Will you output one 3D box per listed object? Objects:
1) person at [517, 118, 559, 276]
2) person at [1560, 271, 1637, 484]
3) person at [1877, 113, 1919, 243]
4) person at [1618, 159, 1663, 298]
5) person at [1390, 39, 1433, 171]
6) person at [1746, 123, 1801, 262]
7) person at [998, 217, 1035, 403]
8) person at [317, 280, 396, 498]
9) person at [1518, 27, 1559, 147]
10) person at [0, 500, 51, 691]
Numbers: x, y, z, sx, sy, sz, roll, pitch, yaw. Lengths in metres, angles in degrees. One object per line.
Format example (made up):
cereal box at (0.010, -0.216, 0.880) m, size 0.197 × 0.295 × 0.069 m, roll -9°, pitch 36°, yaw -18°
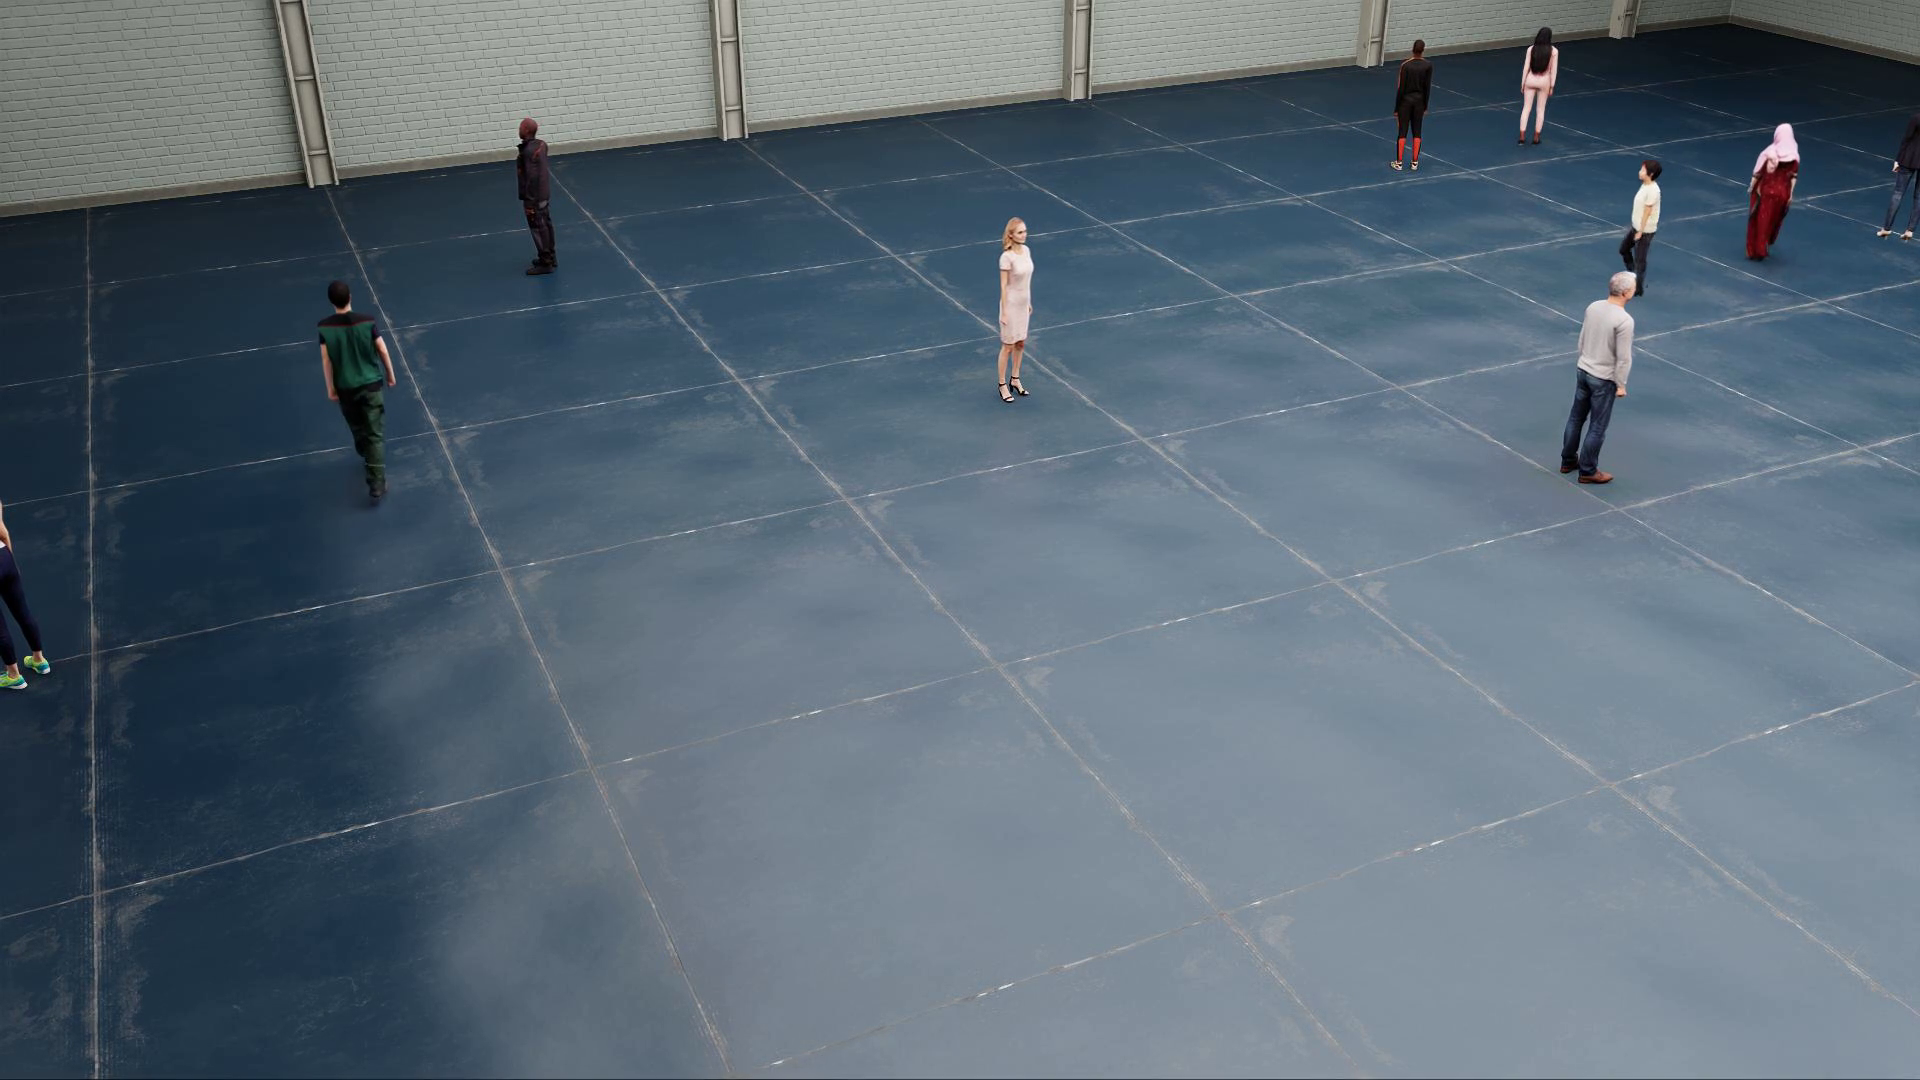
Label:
person at (-4.981, -4.066, 19.602) m, size 0.768 × 1.825 × 0.786 m, roll 0°, pitch 28°, yaw 0°
person at (5.604, -1.436, 14.574) m, size 0.648 × 1.908 × 0.758 m, roll -9°, pitch 29°, yaw -17°
person at (10.799, -4.261, 18.797) m, size 0.817 × 1.781 × 0.790 m, roll 9°, pitch 29°, yaw 16°
person at (7.798, -3.510, 18.821) m, size 0.699 × 1.579 × 0.688 m, roll 2°, pitch 28°, yaw 3°
person at (6.403, -6.177, 23.584) m, size 0.605 × 1.807 × 0.762 m, roll -1°, pitch 28°, yaw -3°
person at (9.764, -4.159, 19.979) m, size 0.985 × 1.633 × 1.014 m, roll 5°, pitch 28°, yaw 10°
person at (0.532, -2.252, 16.190) m, size 0.703 × 1.830 × 0.560 m, roll 23°, pitch 36°, yaw 37°
person at (-5.166, -1.259, 14.308) m, size 1.258 × 1.845 × 0.913 m, roll -7°, pitch 29°, yaw -12°
person at (8.597, -6.763, 24.777) m, size 0.691 × 1.720 × 0.733 m, roll 12°, pitch 30°, yaw 21°
person at (-6.769, 0.246, 11.635) m, size 0.735 × 1.703 × 0.665 m, roll 11°, pitch 30°, yaw 20°
